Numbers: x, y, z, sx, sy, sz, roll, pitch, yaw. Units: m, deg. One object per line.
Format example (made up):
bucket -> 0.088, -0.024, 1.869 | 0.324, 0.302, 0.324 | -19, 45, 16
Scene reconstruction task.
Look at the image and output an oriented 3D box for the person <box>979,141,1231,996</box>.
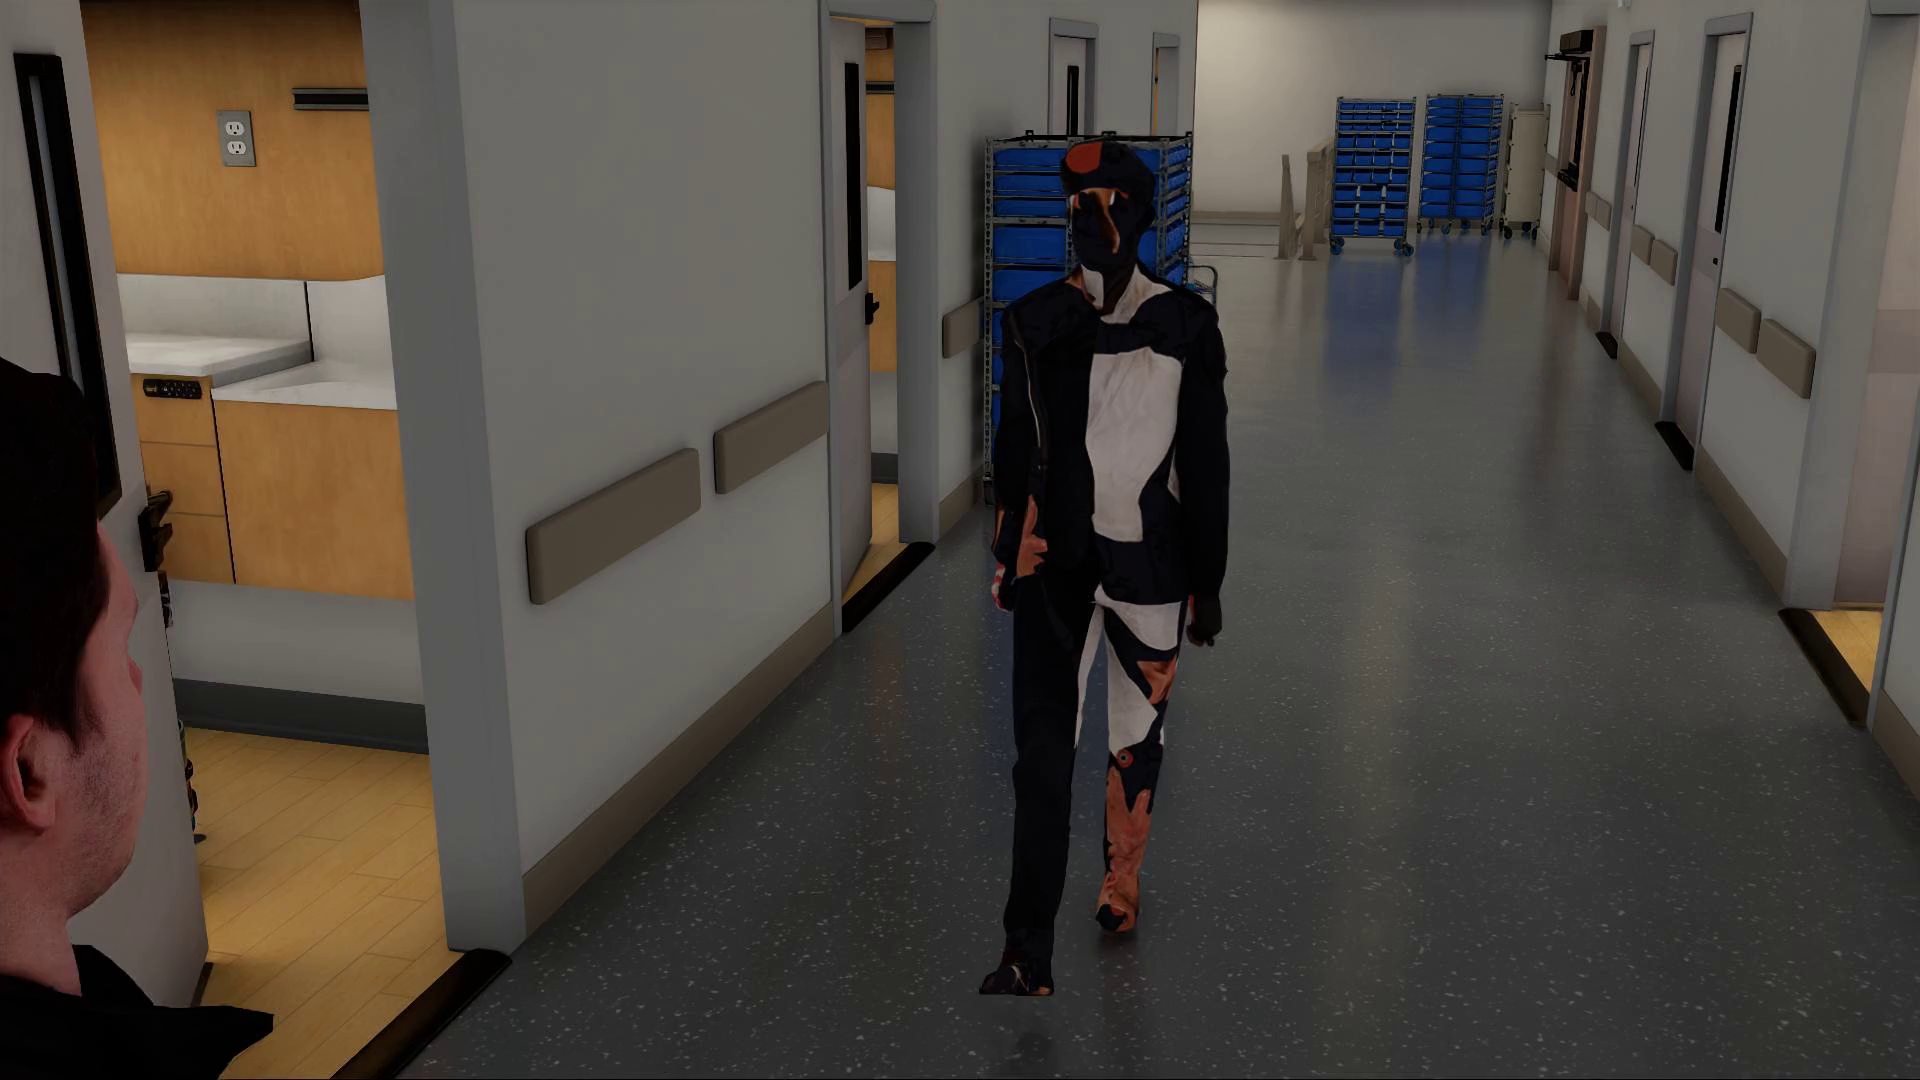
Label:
person -> 0.351, 0.058, 3.832 | 0.707, 1.859, 1.063 | 4, 16, 13
